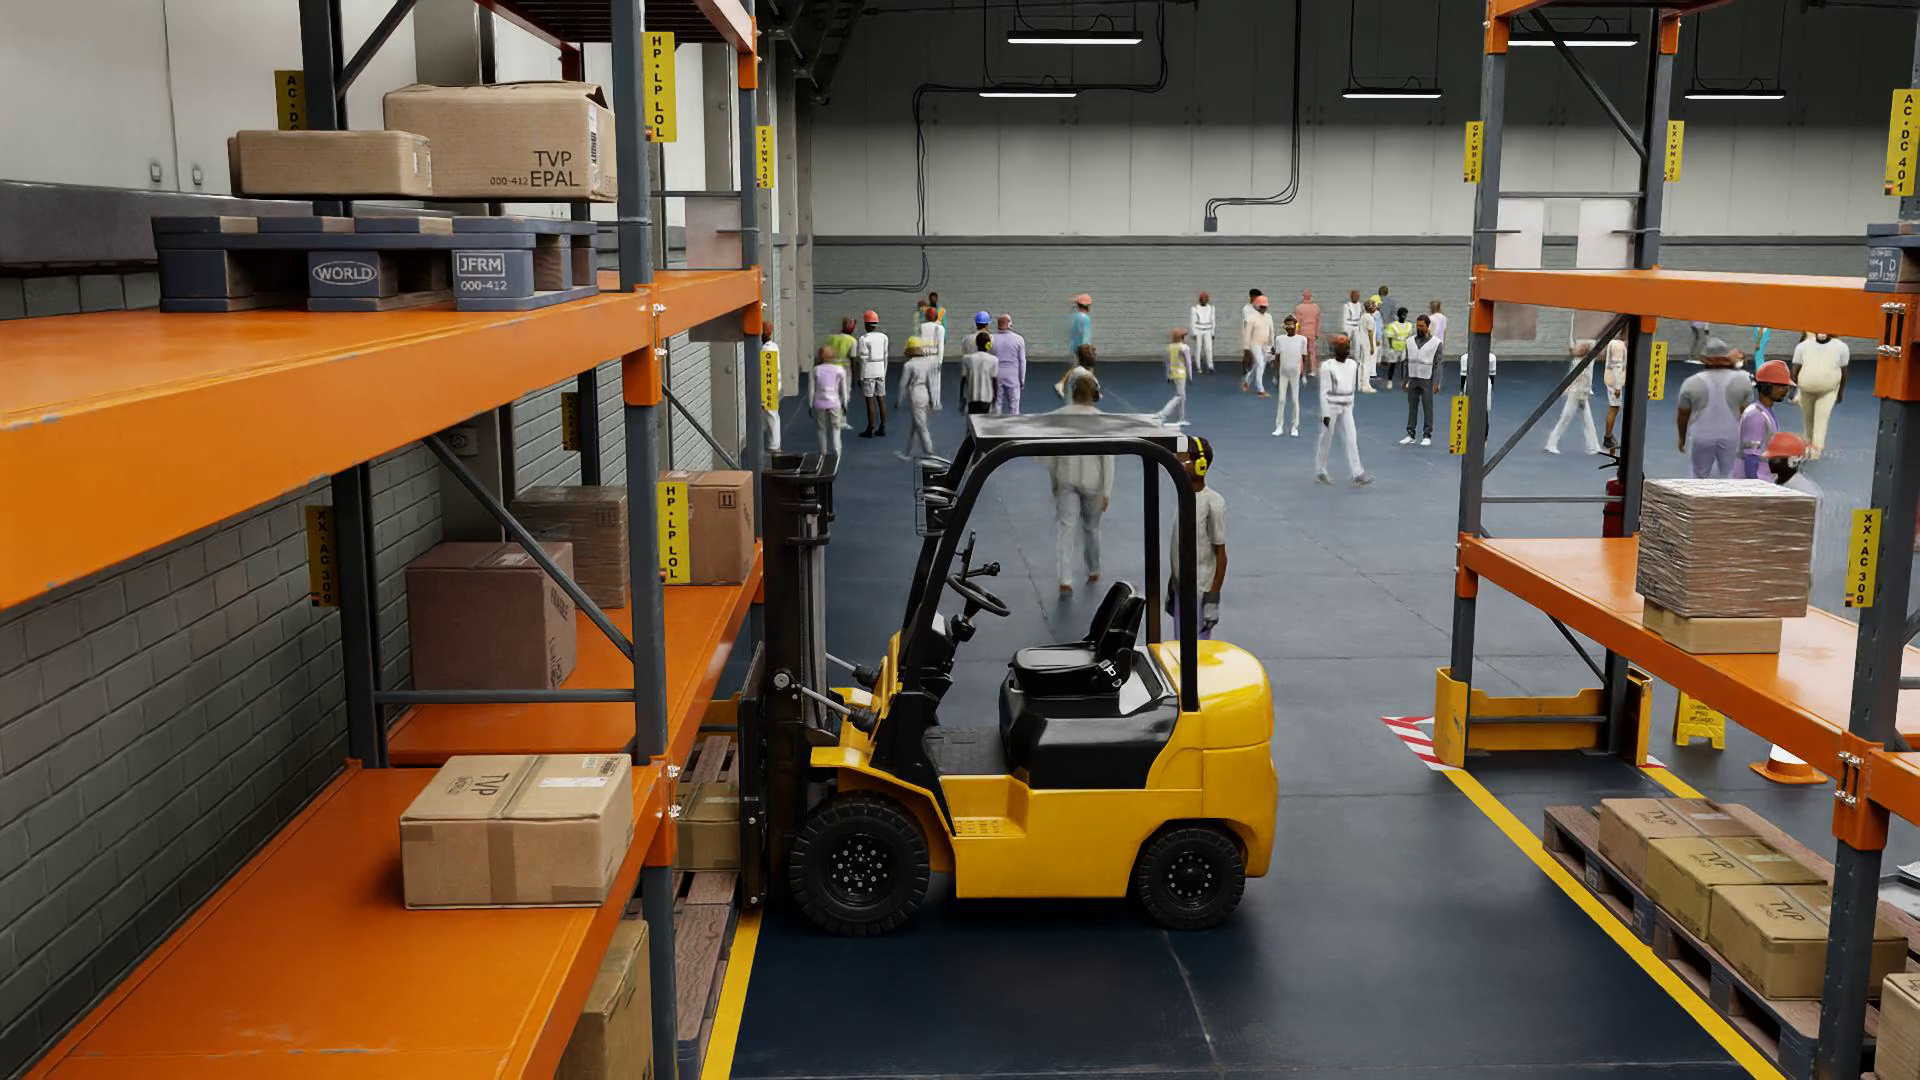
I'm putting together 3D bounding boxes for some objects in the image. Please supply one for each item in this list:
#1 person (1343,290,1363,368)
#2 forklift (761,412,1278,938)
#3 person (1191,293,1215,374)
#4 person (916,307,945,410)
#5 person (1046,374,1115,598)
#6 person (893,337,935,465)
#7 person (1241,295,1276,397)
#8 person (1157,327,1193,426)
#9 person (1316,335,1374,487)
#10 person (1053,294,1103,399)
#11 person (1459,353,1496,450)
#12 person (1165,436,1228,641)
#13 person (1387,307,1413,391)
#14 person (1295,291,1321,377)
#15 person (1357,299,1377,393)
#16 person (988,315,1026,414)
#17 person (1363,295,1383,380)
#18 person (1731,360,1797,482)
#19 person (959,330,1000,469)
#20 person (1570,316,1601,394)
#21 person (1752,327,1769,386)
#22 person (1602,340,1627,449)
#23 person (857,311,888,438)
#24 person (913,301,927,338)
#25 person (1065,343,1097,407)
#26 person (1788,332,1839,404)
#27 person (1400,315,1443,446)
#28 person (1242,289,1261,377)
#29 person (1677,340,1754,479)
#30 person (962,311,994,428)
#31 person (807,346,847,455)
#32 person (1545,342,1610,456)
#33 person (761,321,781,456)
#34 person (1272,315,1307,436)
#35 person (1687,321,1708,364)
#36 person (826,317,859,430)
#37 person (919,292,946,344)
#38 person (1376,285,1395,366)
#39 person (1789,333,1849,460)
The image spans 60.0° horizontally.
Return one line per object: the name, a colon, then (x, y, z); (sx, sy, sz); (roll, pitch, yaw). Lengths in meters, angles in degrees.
person: (9.346, -4.997, 39.435); (0.591, 1.843, 0.855); (-5, 11, -25)
forklift: (0.291, 0.548, 7.580); (2.313, 2.155, 1.214); (0, 10, -2)
person: (5.520, -4.677, 37.695); (0.599, 1.831, 0.966); (-1, 10, -7)
person: (-0.575, -3.194, 29.394); (0.588, 1.854, 0.868); (5, 11, 25)
person: (1.023, -0.467, 14.153); (0.629, 1.882, 1.072); (2, 10, 11)
person: (-0.640, -1.867, 22.407); (0.868, 1.698, 0.500); (7, 12, 35)
person: (5.761, -3.781, 32.341); (0.612, 1.966, 0.818); (-7, 13, -36)
person: (3.474, -2.621, 26.848); (0.678, 1.614, 0.517); (-5, 11, -26)
person: (4.667, -1.554, 20.251); (0.610, 1.839, 0.947); (-5, 11, -26)
person: (2.236, -3.637, 31.414); (0.916, 2.016, 0.620); (-3, 11, -18)
person: (7.429, -2.136, 23.913); (0.535, 1.700, 0.318); (-1, 10, -5)
person: (1.356, 0.319, 9.759); (0.315, 1.869, 0.534); (-4, 11, -22)
person: (8.901, -3.859, 33.592); (0.559, 1.688, 0.545); (-1, 10, -7)
person: (7.660, -4.567, 36.879); (0.650, 1.906, 0.401); (-4, 11, -19)
person: (8.100, -3.846, 33.030); (0.344, 1.847, 0.505); (-1, 10, -8)
person: (0.676, -2.415, 24.908); (0.636, 1.903, 0.404); (2, 10, 9)
person: (8.988, -4.407, 36.191); (0.403, 1.831, 0.597); (-3, 11, -16)
person: (6.563, -0.457, 13.644); (0.419, 2.034, 0.604); (7, 12, 32)
person: (0.252, -1.807, 21.698); (0.521, 1.842, 0.411); (3, 11, 15)
person: (12.295, -3.822, 32.695); (0.594, 1.919, 0.387); (2, 10, 13)
person: (16.606, -4.109, 34.540); (0.359, 1.835, 0.512); (6, 12, 29)
person: (9.532, -2.275, 24.075); (0.390, 1.923, 0.551); (3, 11, 17)
person: (-1.350, -2.533, 25.452); (0.542, 1.939, 0.364); (-9, 14, -42)
person: (-0.861, -4.878, 39.463); (0.511, 1.592, 0.496); (-1, 10, -8)
person: (1.423, -1.358, 19.257); (0.548, 1.824, 0.620); (-2, 10, -10)
person: (15.670, -3.357, 30.447); (0.726, 1.806, 0.432); (9, 14, 41)
person: (6.806, -2.357, 24.530); (0.594, 1.919, 0.388); (9, 13, 40)
person: (6.473, -4.594, 36.902); (0.384, 1.953, 0.610); (7, 12, 32)
person: (7.776, -1.092, 17.143); (0.725, 2.000, 0.881); (4, 11, 23)
person: (0.325, -2.448, 24.955); (0.610, 1.947, 0.388); (5, 11, 24)
person: (-1.750, -1.755, 22.022); (0.526, 1.619, 0.569); (-2, 10, -9)
person: (8.665, -1.974, 23.304); (0.852, 1.589, 0.548); (7, 12, 35)
person: (-2.684, -2.120, 23.304); (0.337, 1.882, 0.584); (1, 10, 6)
person: (5.085, -2.531, 25.643); (0.534, 1.868, 0.309); (4, 11, 21)
person: (18.110, -5.244, 40.752); (0.335, 1.877, 0.762); (0, 10, 2)
person: (-1.904, -2.600, 26.205); (0.624, 1.810, 0.625); (9, 13, 40)
person: (-0.597, -4.463, 36.296); (0.618, 1.905, 0.489); (1, 10, 4)
person: (10.173, -5.157, 40.072); (0.636, 1.938, 0.355); (-4, 11, -21)
person: (11.933, -2.164, 23.115); (0.684, 2.000, 1.010); (7, 13, 36)
